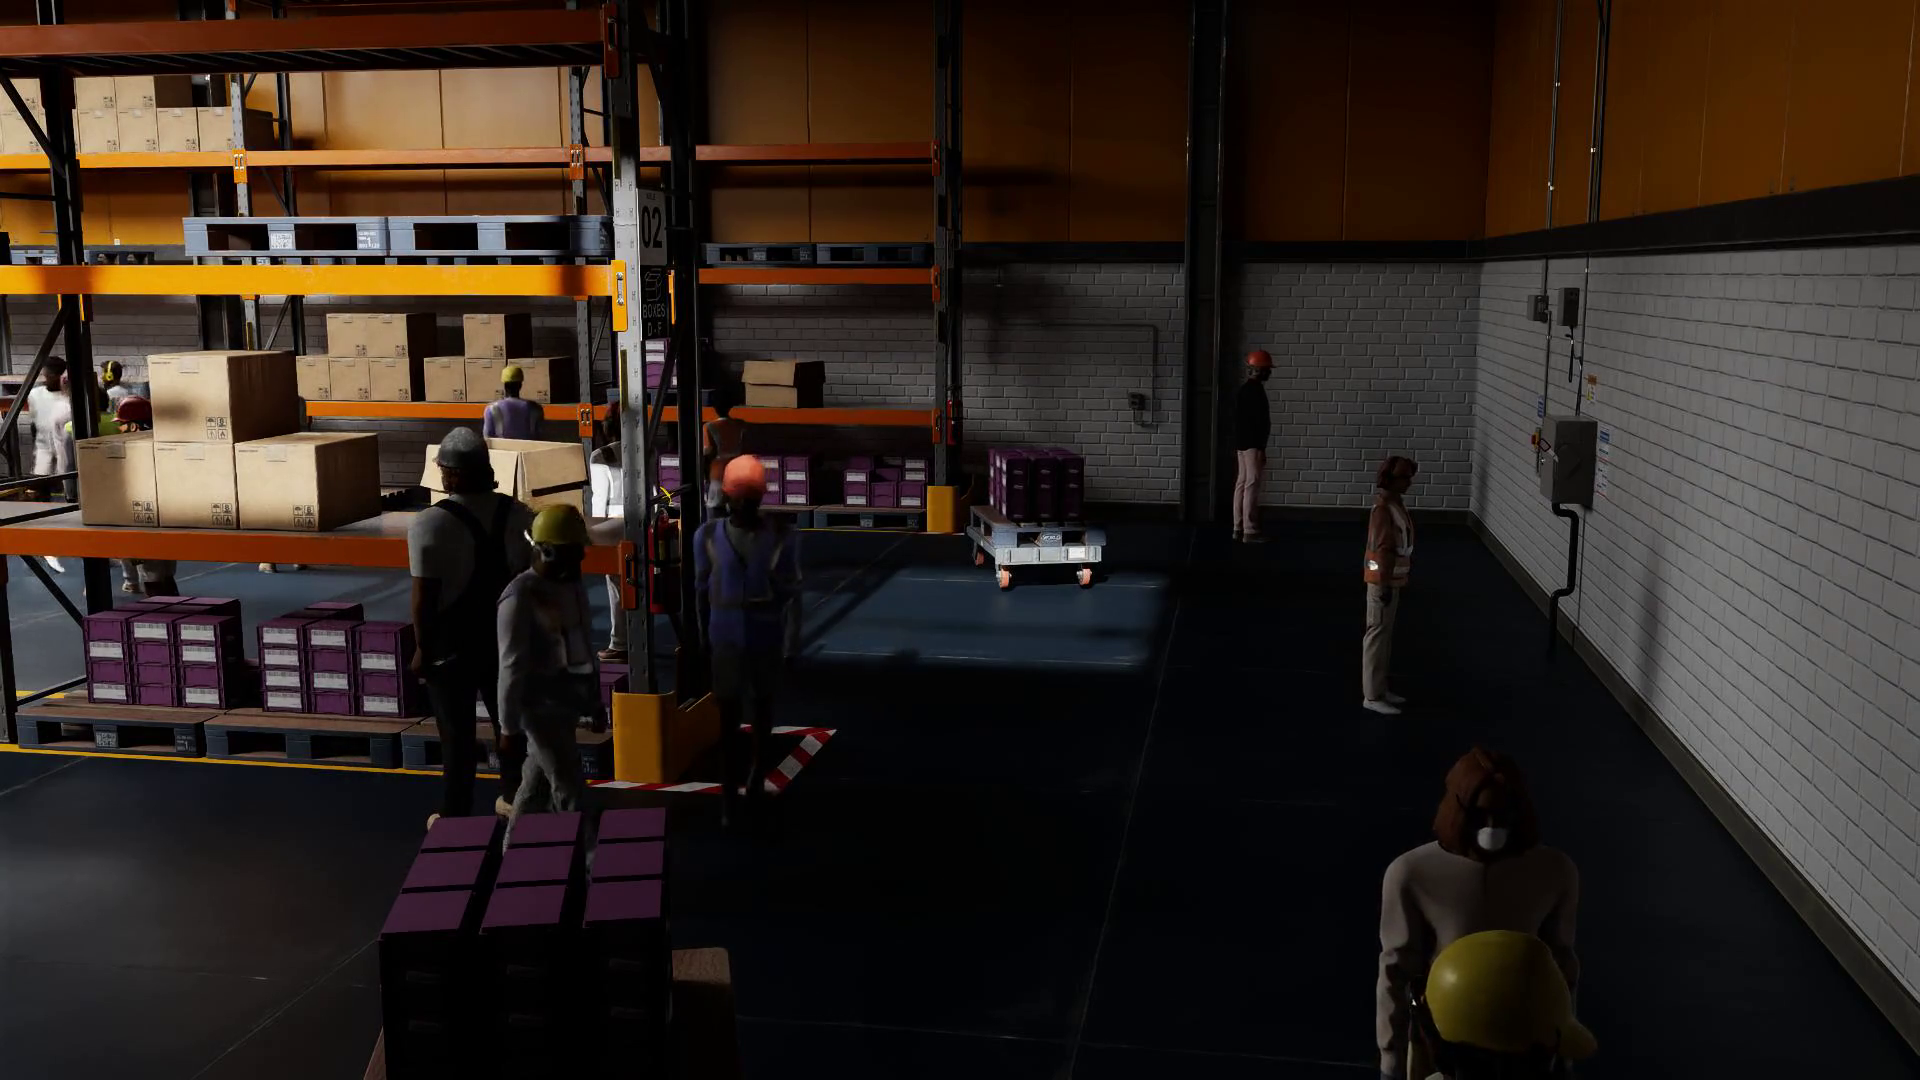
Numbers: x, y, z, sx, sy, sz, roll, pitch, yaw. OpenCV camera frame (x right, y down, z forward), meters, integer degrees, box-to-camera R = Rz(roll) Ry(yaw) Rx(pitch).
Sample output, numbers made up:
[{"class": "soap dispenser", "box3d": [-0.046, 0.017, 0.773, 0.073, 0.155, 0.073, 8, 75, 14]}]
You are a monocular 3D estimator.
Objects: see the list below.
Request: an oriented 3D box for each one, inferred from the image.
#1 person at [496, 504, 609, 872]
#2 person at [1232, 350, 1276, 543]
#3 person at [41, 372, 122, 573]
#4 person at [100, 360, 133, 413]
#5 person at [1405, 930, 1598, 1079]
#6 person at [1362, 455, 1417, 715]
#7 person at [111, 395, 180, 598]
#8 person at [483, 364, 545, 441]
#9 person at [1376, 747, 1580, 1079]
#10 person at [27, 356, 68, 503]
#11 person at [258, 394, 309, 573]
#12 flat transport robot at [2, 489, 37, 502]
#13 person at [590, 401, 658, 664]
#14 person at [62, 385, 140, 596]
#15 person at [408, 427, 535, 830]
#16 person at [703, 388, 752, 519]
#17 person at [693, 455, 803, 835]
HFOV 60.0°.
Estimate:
[{"class": "person", "box3d": [-1.706, 0.731, 7.321, 0.916, 1.779, 0.603, 2, 9, 14]}, {"class": "person", "box3d": [3.054, -0.972, 17.265, 0.392, 1.990, 0.614, -1, 9, -9]}, {"class": "person", "box3d": [-8.221, -0.635, 15.499, 0.710, 1.887, 0.673, -4, 10, -24]}, {"class": "person", "box3d": [-9.334, -1.094, 18.591, 0.978, 1.825, 0.513, -1, 9, -5]}, {"class": "person", "box3d": [0.829, 1.482, 2.739, 0.328, 1.767, 0.532, 2, 9, 11]}, {"class": "person", "box3d": [2.727, 0.278, 10.607, 0.311, 1.639, 0.512, 4, 10, 22]}, {"class": "person", "box3d": [-5.704, -0.045, 11.682, 0.376, 1.939, 0.547, -1, 9, -5]}, {"class": "person", "box3d": [-4.341, -0.765, 16.272, 0.594, 1.900, 0.807, -6, 11, -31]}, {"class": "person", "box3d": [1.312, 1.312, 4.244, 0.509, 1.623, 0.291, 0, 9, 1]}, {"class": "person", "box3d": [-9.429, -0.958, 17.381, 0.644, 1.922, 0.719, -1, 9, -5]}, {"class": "person", "box3d": [-6.374, -0.711, 15.488, 0.608, 2.044, 0.370, -6, 11, -33]}, {"class": "flat transport robot", "box3d": [-11.539, -0.504, 19.685, 0.652, 0.197, 1.431, -2, 9, -10]}, {"class": "person", "box3d": [-2.409, -0.056, 11.919, 0.351, 1.884, 0.581, 7, 12, 38]}, {"class": "person", "box3d": [-7.382, -0.419, 14.341, 0.631, 1.836, 0.429, -8, 12, -41]}, {"class": "person", "box3d": [-2.453, 0.449, 8.299, 0.538, 2.000, 0.686, 9, 13, 44]}, {"class": "person", "box3d": [-2.225, -0.598, 15.857, 0.540, 1.695, 0.317, -7, 12, -37]}, {"class": "person", "box3d": [-1.068, 0.513, 8.373, 0.550, 1.888, 0.943, -1, 9, -4]}]
